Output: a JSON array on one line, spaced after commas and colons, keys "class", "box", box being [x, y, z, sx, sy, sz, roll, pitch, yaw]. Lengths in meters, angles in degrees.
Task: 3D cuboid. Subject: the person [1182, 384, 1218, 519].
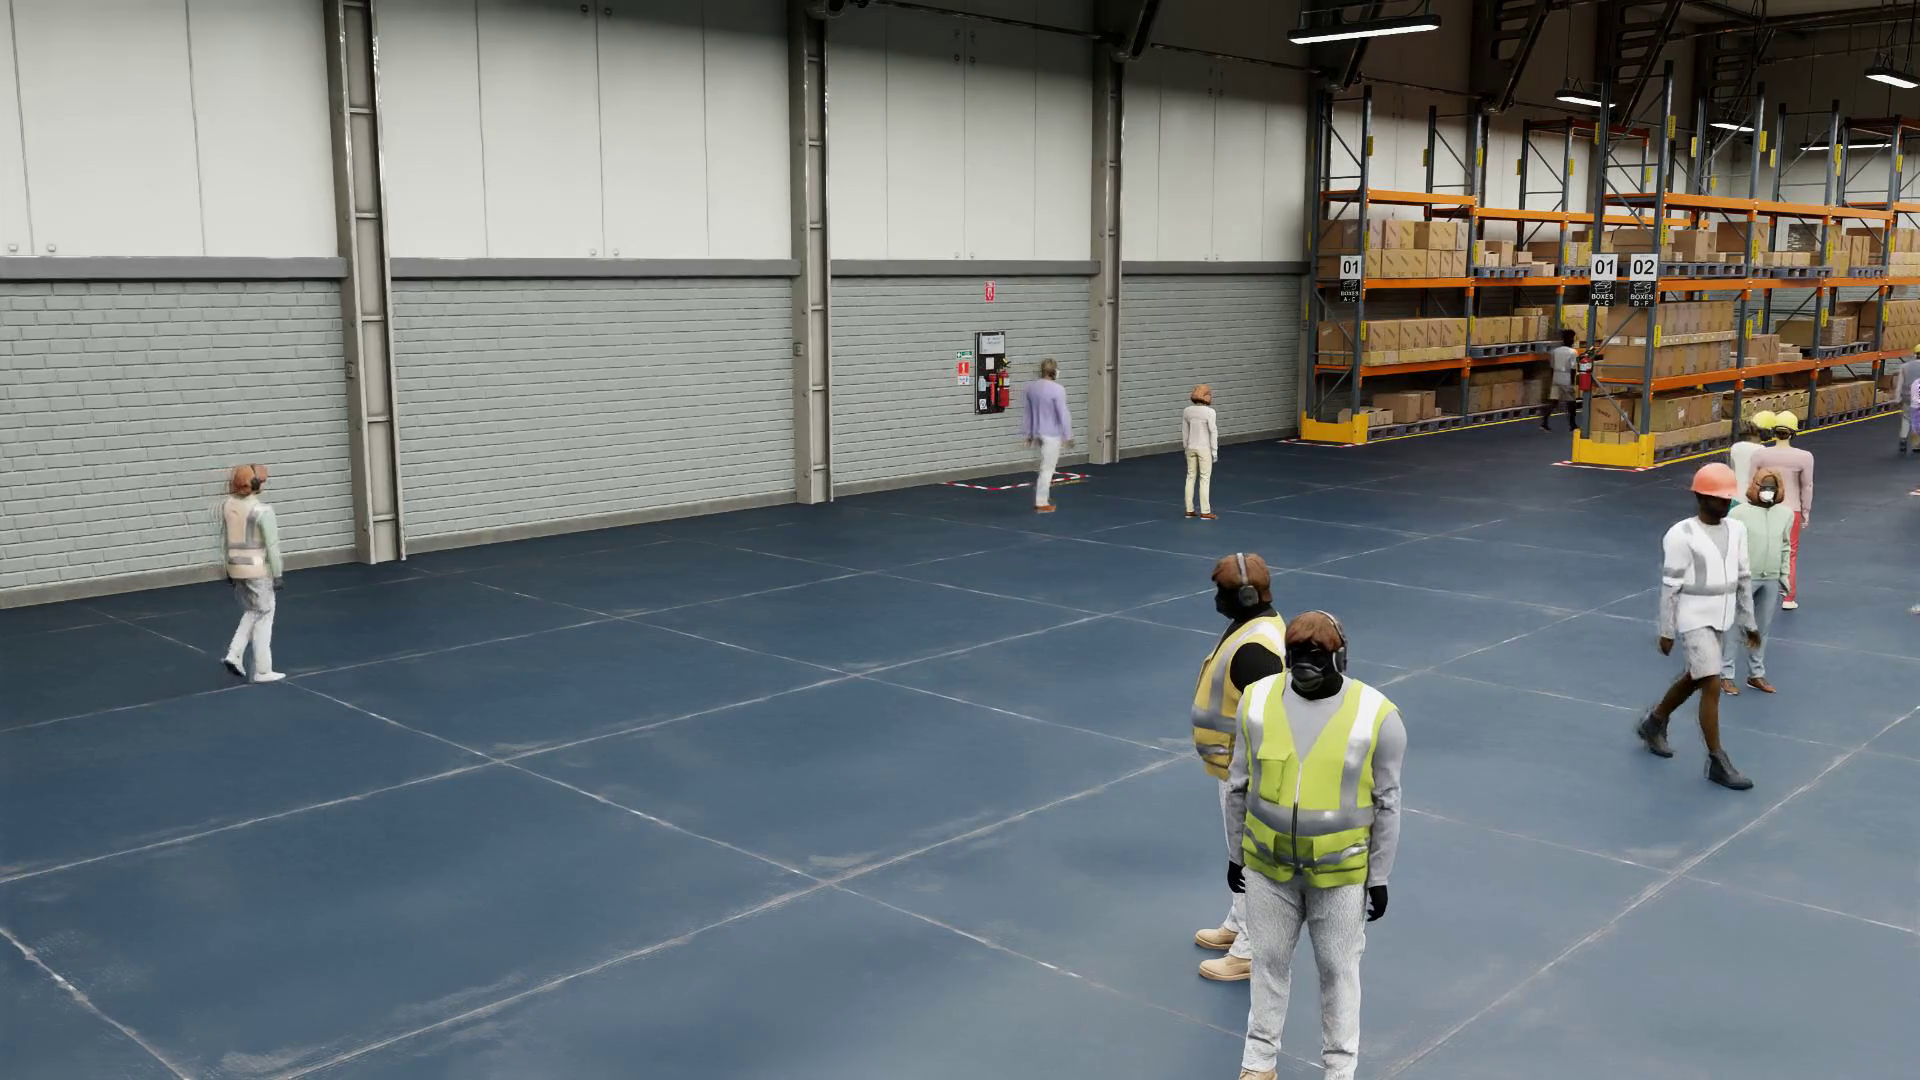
[{"class": "person", "box": [2.903, -1.065, 20.082, 0.286, 1.633, 0.497, -9, 13, -44]}]

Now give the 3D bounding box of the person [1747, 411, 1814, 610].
[{"class": "person", "box": [7.260, -0.257, 14.756, 0.525, 1.769, 0.315, 5, 11, 28]}]

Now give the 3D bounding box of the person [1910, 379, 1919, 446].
[{"class": "person", "box": [12.281, -1.366, 20.848, 0.706, 1.991, 0.880, 5, 11, 29]}]

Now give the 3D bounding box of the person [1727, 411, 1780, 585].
[{"class": "person", "box": [7.352, -0.354, 15.523, 0.928, 1.706, 0.517, -5, 10, -27]}]

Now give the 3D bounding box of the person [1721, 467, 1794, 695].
[{"class": "person", "box": [5.673, 0.289, 11.832, 0.501, 1.631, 0.287, -1, 9, -8]}]

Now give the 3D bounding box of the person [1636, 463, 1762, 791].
[{"class": "person", "box": [4.433, 0.465, 9.980, 0.559, 1.902, 0.960, -4, 10, -23]}]

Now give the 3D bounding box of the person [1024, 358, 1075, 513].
[{"class": "person", "box": [1.137, -1.285, 20.561, 0.605, 1.919, 0.638, -6, 11, -33]}]

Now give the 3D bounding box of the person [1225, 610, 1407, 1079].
[{"class": "person", "box": [1.238, 1.154, 5.927, 0.625, 1.844, 0.429, 4, 10, 25]}]

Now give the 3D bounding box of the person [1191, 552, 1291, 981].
[{"class": "person", "box": [1.203, 0.959, 7.131, 0.429, 1.839, 0.623, 1, 9, 7]}]

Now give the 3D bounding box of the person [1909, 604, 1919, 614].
[{"class": "person", "box": [8.533, -0.236, 14.285, 0.598, 1.873, 0.615, -2, 9, -11]}]

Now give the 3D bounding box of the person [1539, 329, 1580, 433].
[{"class": "person", "box": [10.982, -2.893, 30.353, 0.982, 1.927, 0.615, -6, 11, -30]}]

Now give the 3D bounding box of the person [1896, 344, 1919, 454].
[{"class": "person", "box": [15.520, -2.283, 26.958, 0.616, 1.815, 0.480, 8, 12, 41]}]

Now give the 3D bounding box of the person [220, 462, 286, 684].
[{"class": "person", "box": [-5.133, 0.247, 12.105, 0.538, 1.625, 0.373, 5, 11, 28]}]
